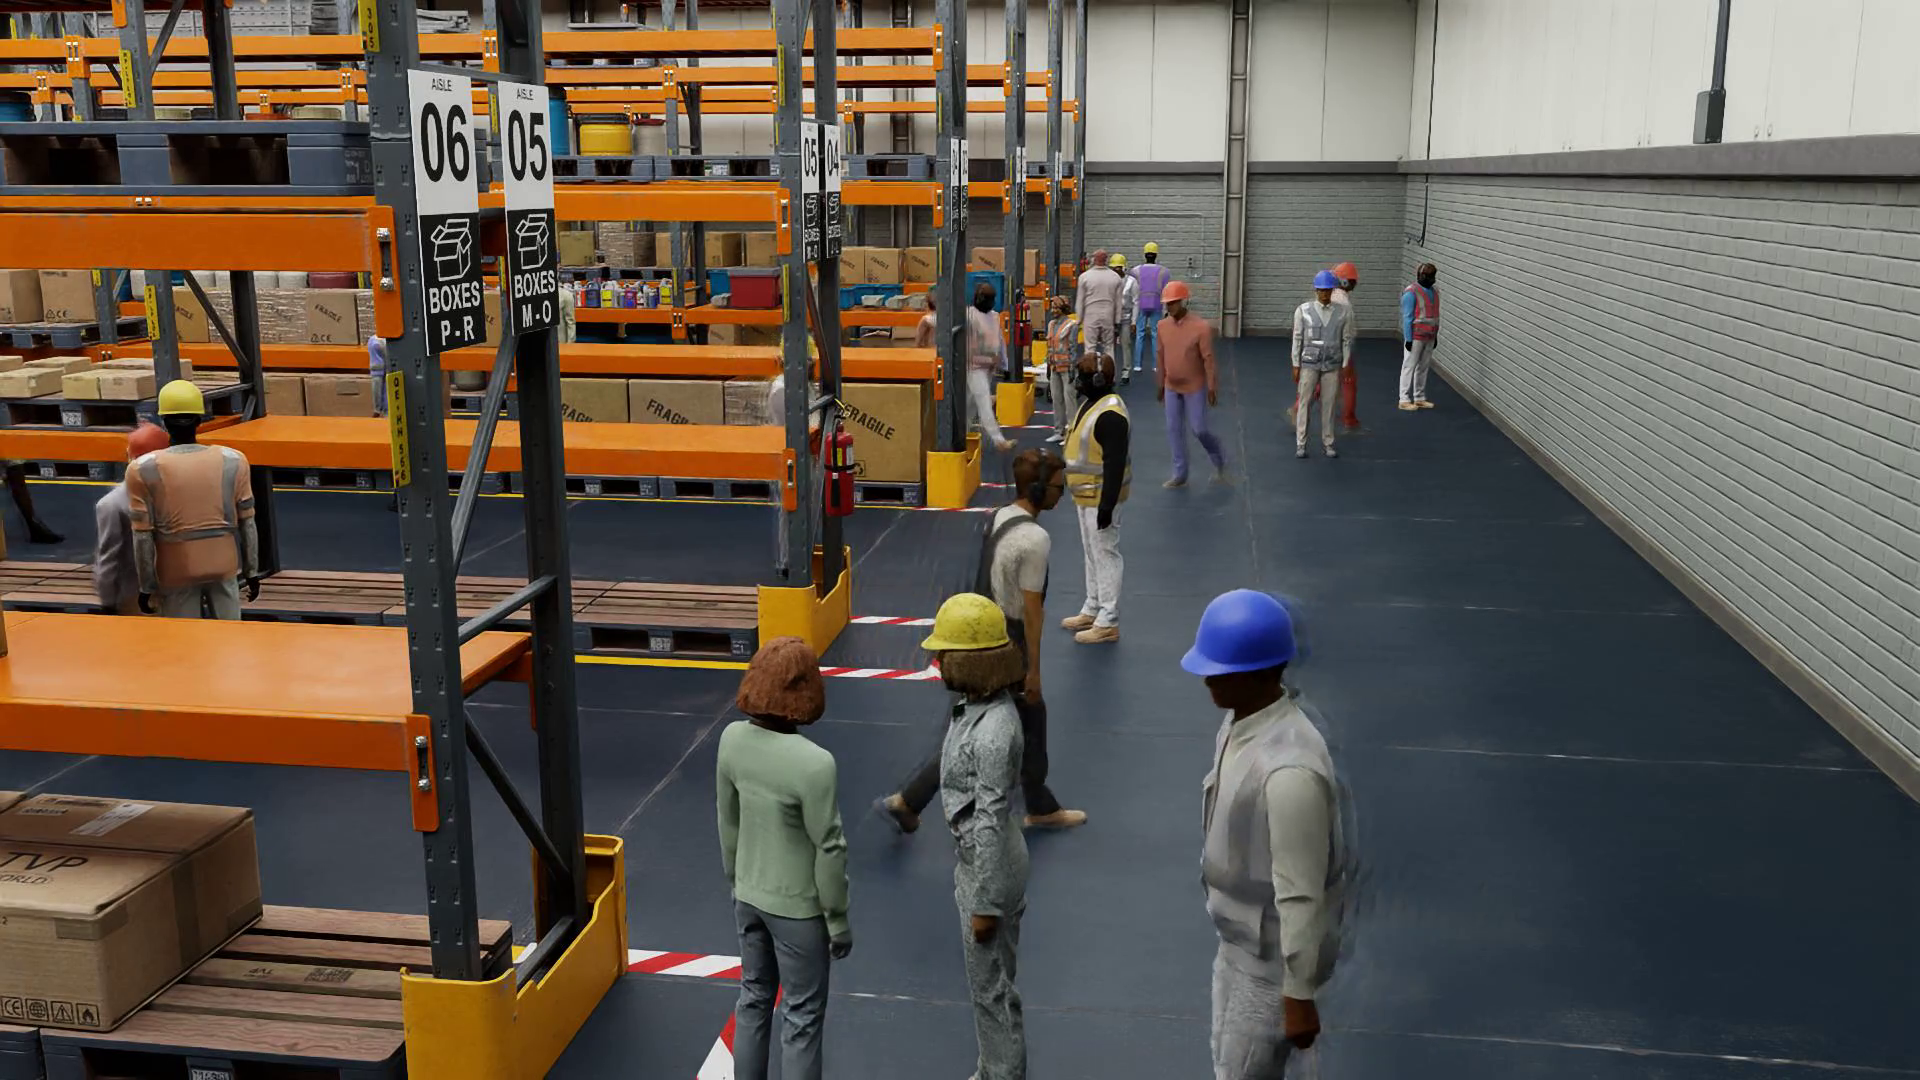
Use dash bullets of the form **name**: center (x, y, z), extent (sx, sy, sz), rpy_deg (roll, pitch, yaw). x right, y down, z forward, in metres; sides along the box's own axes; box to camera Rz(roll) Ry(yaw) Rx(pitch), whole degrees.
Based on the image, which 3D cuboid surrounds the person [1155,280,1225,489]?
- **person**: center (2.142, -1.453, 15.616), extent (0.640, 1.967, 0.694), rpy_deg (11, 17, 42)

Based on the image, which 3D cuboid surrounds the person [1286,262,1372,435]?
- **person**: center (4.212, -2.156, 18.793), extent (0.893, 1.968, 0.612), rpy_deg (0, 12, -1)

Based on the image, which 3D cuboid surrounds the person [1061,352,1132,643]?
- **person**: center (0.863, -0.271, 10.547), extent (0.430, 1.845, 0.624), rpy_deg (-2, 13, -7)

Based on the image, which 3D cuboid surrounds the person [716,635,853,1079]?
- **person**: center (-0.513, 1.078, 4.929), extent (0.498, 1.634, 0.283), rpy_deg (12, 17, 42)

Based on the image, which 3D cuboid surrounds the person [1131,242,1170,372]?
- **person**: center (2.824, -3.459, 24.771), extent (0.588, 1.918, 0.392), rpy_deg (2, 13, 11)

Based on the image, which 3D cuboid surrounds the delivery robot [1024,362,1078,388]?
- **delivery robot**: center (1.178, -2.133, 21.669), extent (0.707, 0.478, 0.477), rpy_deg (10, 16, 38)

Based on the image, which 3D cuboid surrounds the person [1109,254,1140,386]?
- **person**: center (2.205, -3.072, 23.212), extent (0.592, 1.833, 0.404), rpy_deg (8, 15, 32)

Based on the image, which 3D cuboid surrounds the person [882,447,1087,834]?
- **person**: center (0.109, 0.484, 7.305), extent (0.916, 1.792, 0.529), rpy_deg (-3, 13, -15)

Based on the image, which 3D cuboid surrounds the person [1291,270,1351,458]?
- **person**: center (3.756, -1.825, 17.321), extent (0.605, 1.948, 0.391), rpy_deg (0, 12, 0)

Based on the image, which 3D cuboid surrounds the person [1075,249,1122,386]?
- **person**: center (1.908, -3.067, 23.056), extent (0.653, 1.896, 0.400), rpy_deg (-3, 13, -15)

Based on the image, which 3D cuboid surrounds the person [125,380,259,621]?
- **person**: center (-3.877, 0.151, 8.449), extent (0.593, 1.924, 0.380), rpy_deg (-10, 16, -37)

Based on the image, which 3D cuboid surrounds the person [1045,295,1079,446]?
- **person**: center (1.118, -1.855, 18.184), extent (0.316, 1.631, 0.523), rpy_deg (-8, 15, -33)

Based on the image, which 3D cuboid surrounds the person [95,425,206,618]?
- **person**: center (-4.215, 0.232, 8.633), extent (0.650, 1.697, 0.569), rpy_deg (5, 13, 22)

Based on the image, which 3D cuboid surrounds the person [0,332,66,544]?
- **person**: center (-7.763, -0.875, 13.203), extent (1.001, 1.890, 0.563), rpy_deg (1, 13, 7)

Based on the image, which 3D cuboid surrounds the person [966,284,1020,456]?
- **person**: center (0.293, -1.789, 17.526), extent (0.957, 1.785, 0.639), rpy_deg (9, 15, 35)

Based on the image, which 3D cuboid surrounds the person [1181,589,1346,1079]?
- **person**: center (0.867, 1.048, 4.423), extent (0.606, 1.917, 0.639), rpy_deg (0, 12, -1)

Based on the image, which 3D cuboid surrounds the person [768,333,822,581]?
- **person**: center (-1.135, -0.582, 12.010), extent (0.483, 1.813, 0.605), rpy_deg (3, 13, 14)

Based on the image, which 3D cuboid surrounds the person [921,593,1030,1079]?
- **person**: center (0.045, 1.005, 5.036), extent (0.320, 1.736, 0.485), rpy_deg (-1, 13, -4)

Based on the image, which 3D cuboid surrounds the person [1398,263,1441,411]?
- **person**: center (5.776, -2.540, 20.827), extent (0.624, 1.835, 0.431), rpy_deg (-10, 16, -38)
